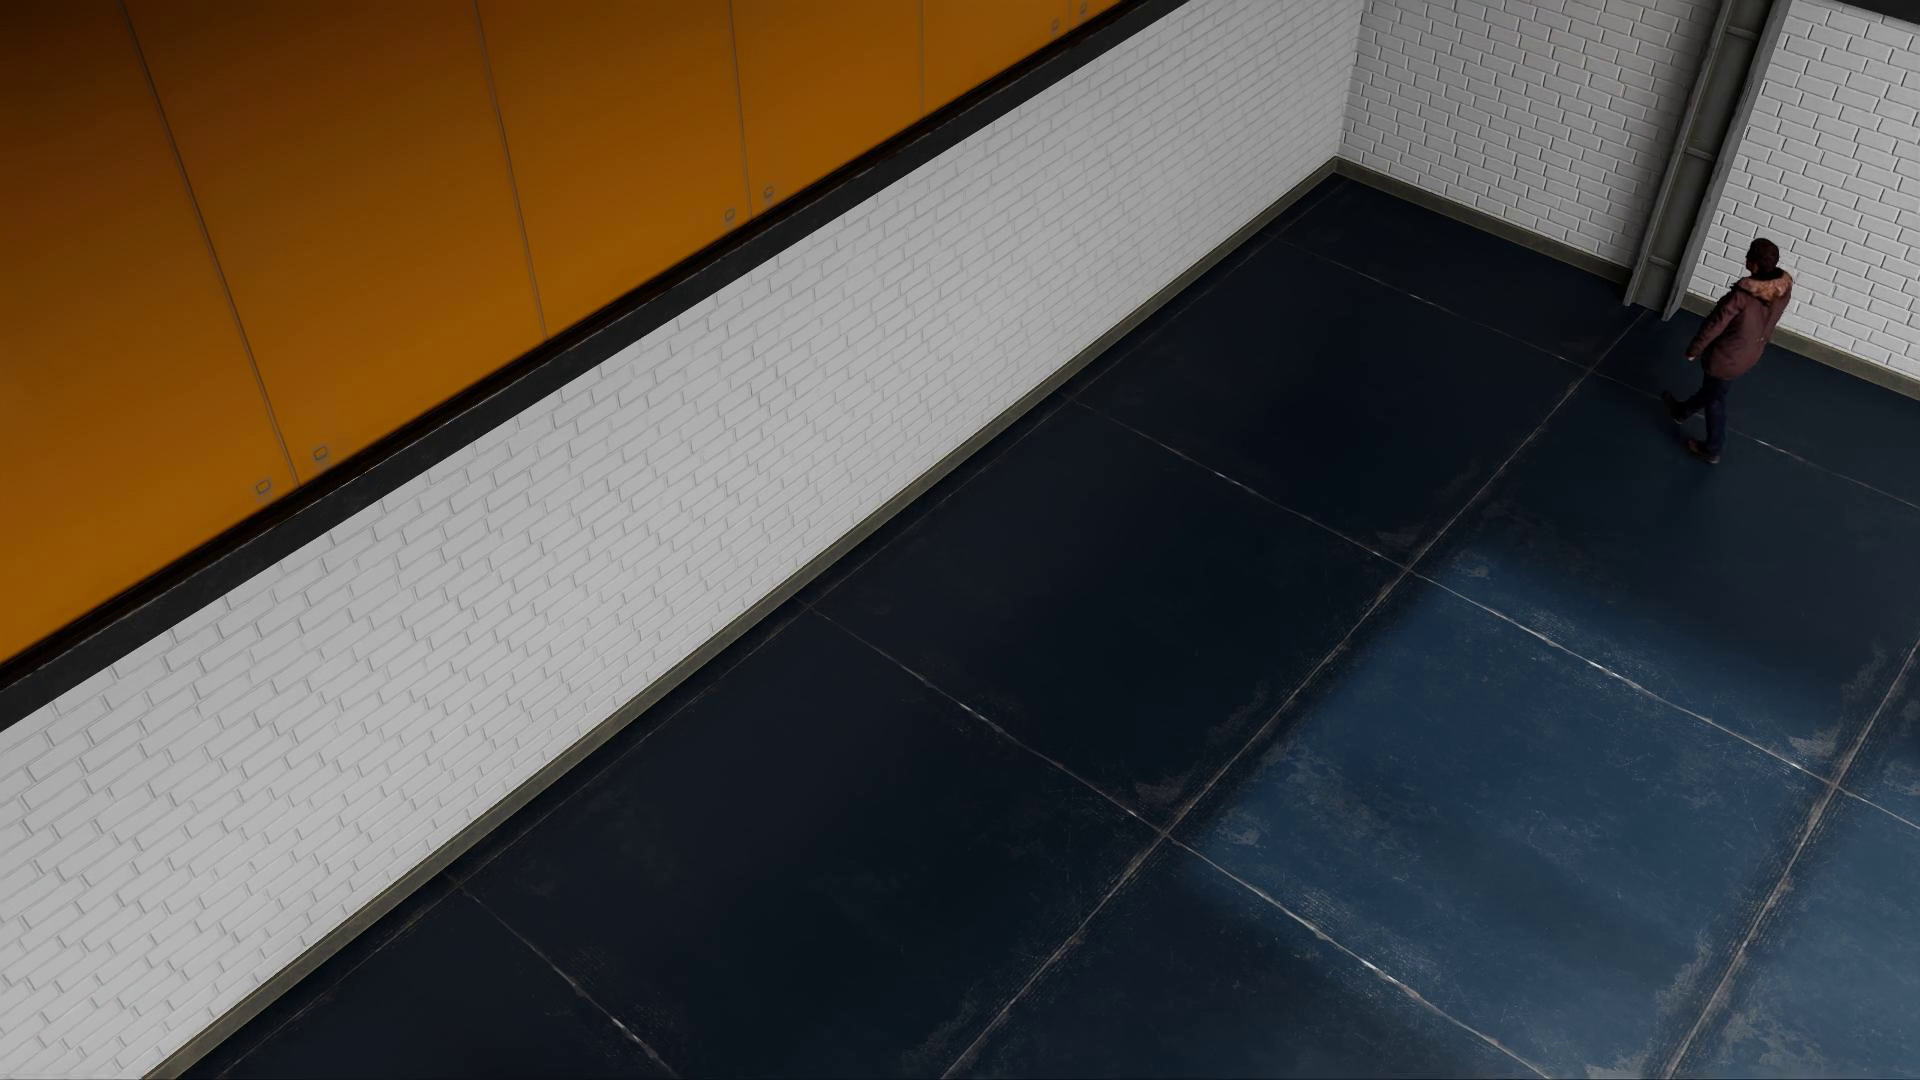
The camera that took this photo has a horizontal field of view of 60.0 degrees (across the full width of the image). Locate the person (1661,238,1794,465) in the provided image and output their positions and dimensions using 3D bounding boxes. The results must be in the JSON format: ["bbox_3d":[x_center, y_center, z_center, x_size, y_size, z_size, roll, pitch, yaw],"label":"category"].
[{"bbox_3d":[5.660,-1.324,12.088,0.977,1.818,1.108,-19,47,-19],"label":"person"}]
